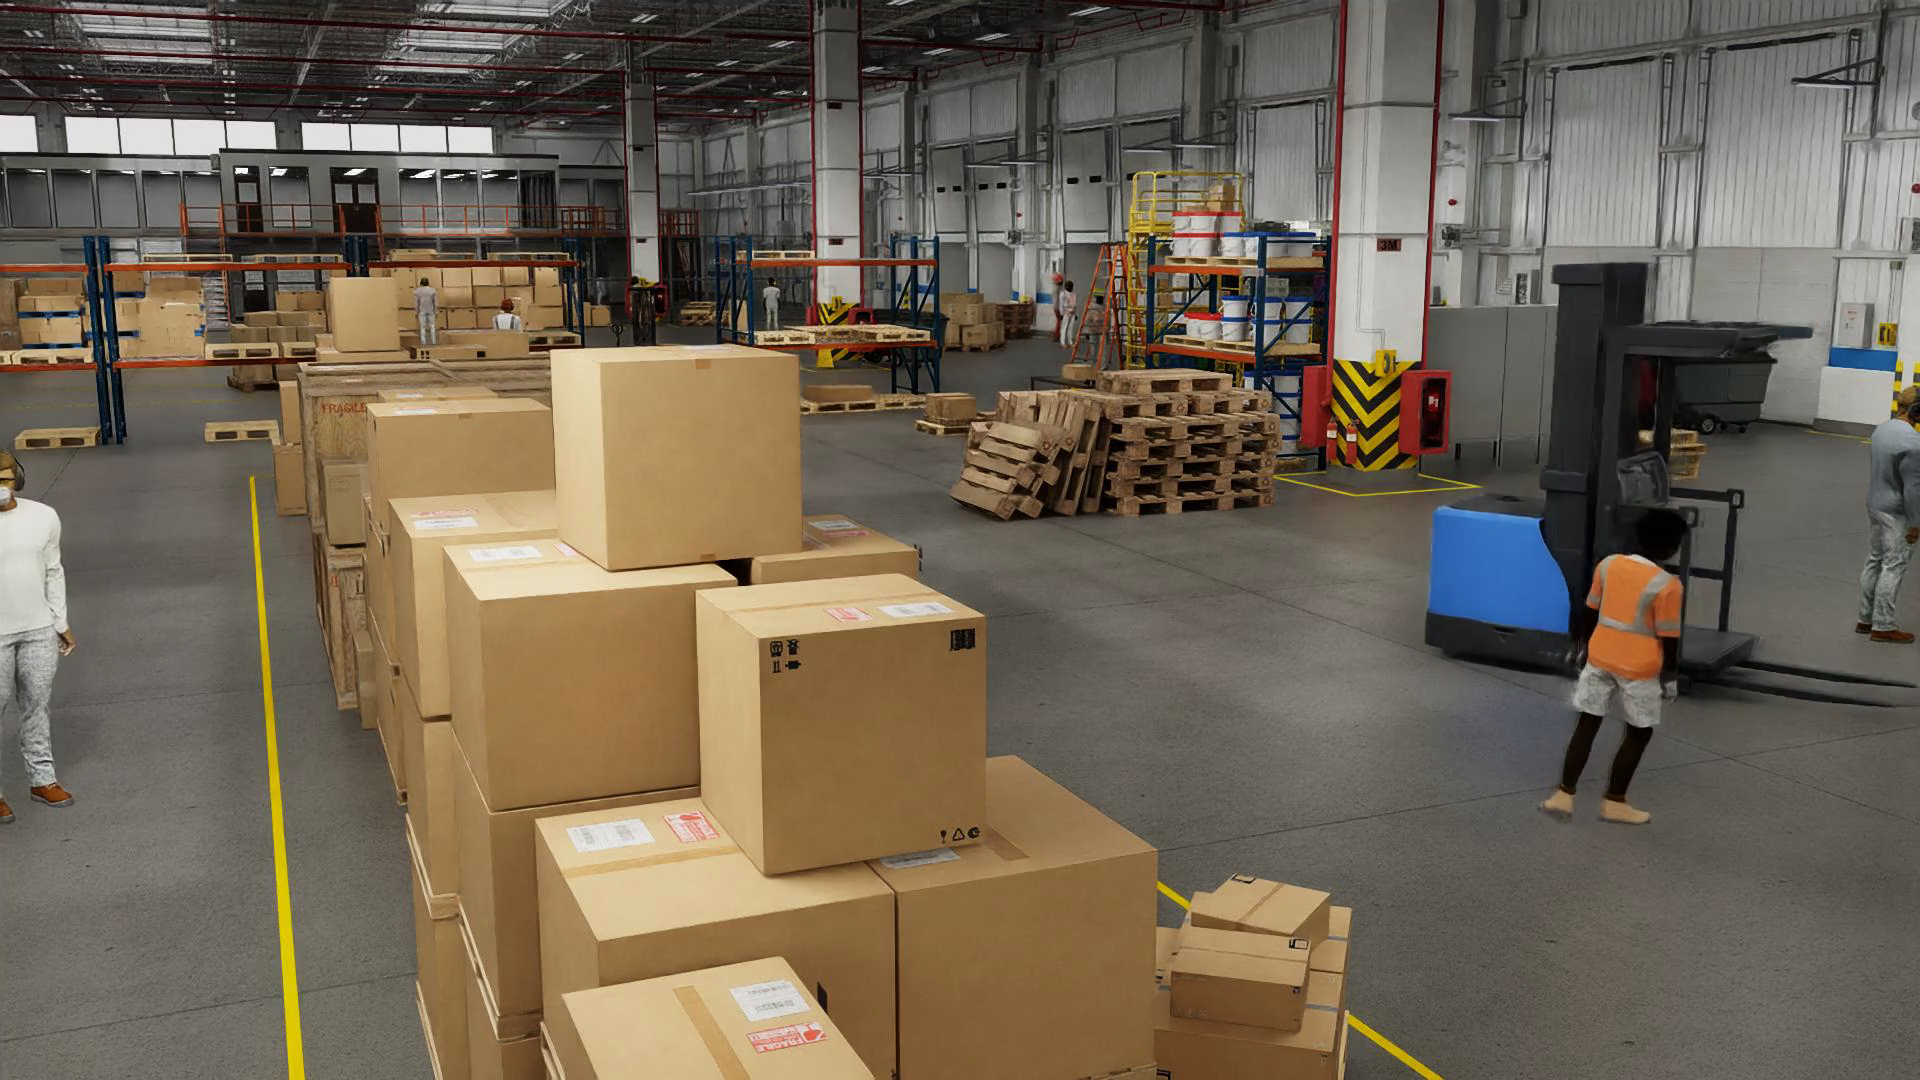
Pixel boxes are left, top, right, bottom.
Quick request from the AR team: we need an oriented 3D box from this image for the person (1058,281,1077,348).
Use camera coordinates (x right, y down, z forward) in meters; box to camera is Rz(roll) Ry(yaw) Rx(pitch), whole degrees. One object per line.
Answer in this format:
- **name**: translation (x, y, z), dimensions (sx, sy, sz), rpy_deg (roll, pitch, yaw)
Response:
- **person**: translation (2.987, -6.186, 45.648), dimensions (0.634, 1.841, 0.429), rpy_deg (-9, 14, -41)

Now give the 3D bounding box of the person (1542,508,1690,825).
- **person**: translation (3.332, 0.654, 8.449), dimensions (0.506, 1.658, 0.601), rpy_deg (-5, 12, -27)

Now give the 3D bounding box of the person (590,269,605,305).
- **person**: translation (-13.633, -9.273, 62.675), dimensions (0.589, 1.850, 0.936), rpy_deg (4, 11, 22)

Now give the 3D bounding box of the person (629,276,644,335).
- **person**: translation (-10.087, -7.303, 51.866), dimensions (0.431, 1.832, 0.640), rpy_deg (1, 10, 3)

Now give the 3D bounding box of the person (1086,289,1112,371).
- **person**: translation (3.133, -4.716, 37.446), dimensions (0.607, 1.873, 1.017), rpy_deg (-1, 10, -7)

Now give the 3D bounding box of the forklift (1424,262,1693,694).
- **forklift**: translation (4.379, -0.529, 11.602), dimensions (1.873, 2.768, 1.129), rpy_deg (9, 13, 40)

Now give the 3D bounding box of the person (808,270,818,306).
- **person**: translation (-5.005, -8.478, 58.065), dimensions (0.634, 1.916, 0.495), rpy_deg (9, 14, 42)

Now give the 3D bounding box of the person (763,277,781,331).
- **person**: translation (-5.514, -6.772, 48.811), dimensions (0.523, 1.865, 0.317), rpy_deg (1, 10, 4)

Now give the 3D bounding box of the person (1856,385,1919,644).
- **person**: translation (6.962, -0.190, 12.370), dimensions (0.380, 1.929, 0.634), rpy_deg (1, 10, 3)

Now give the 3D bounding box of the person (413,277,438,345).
- **person**: translation (-14.693, -6.259, 45.782), dimensions (0.631, 1.940, 0.372), rpy_deg (-4, 11, -20)

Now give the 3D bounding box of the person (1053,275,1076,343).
- **person**: translation (3.011, -6.650, 47.882), dimensions (0.704, 1.950, 0.639), rpy_deg (6, 12, 32)

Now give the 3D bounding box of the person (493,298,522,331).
- **person**: translation (-8.431, -3.573, 31.125), dimensions (0.585, 1.882, 0.343), rpy_deg (2, 11, 13)

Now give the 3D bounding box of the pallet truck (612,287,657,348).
- **pallet truck**: translation (-6.464, -4.406, 35.401), dimensions (0.823, 1.965, 1.885), rpy_deg (6, 12, 32)

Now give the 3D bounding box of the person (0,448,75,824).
- **person**: translation (-4.927, 0.483, 8.625), dimensions (0.349, 1.935, 0.635), rpy_deg (7, 12, 33)
